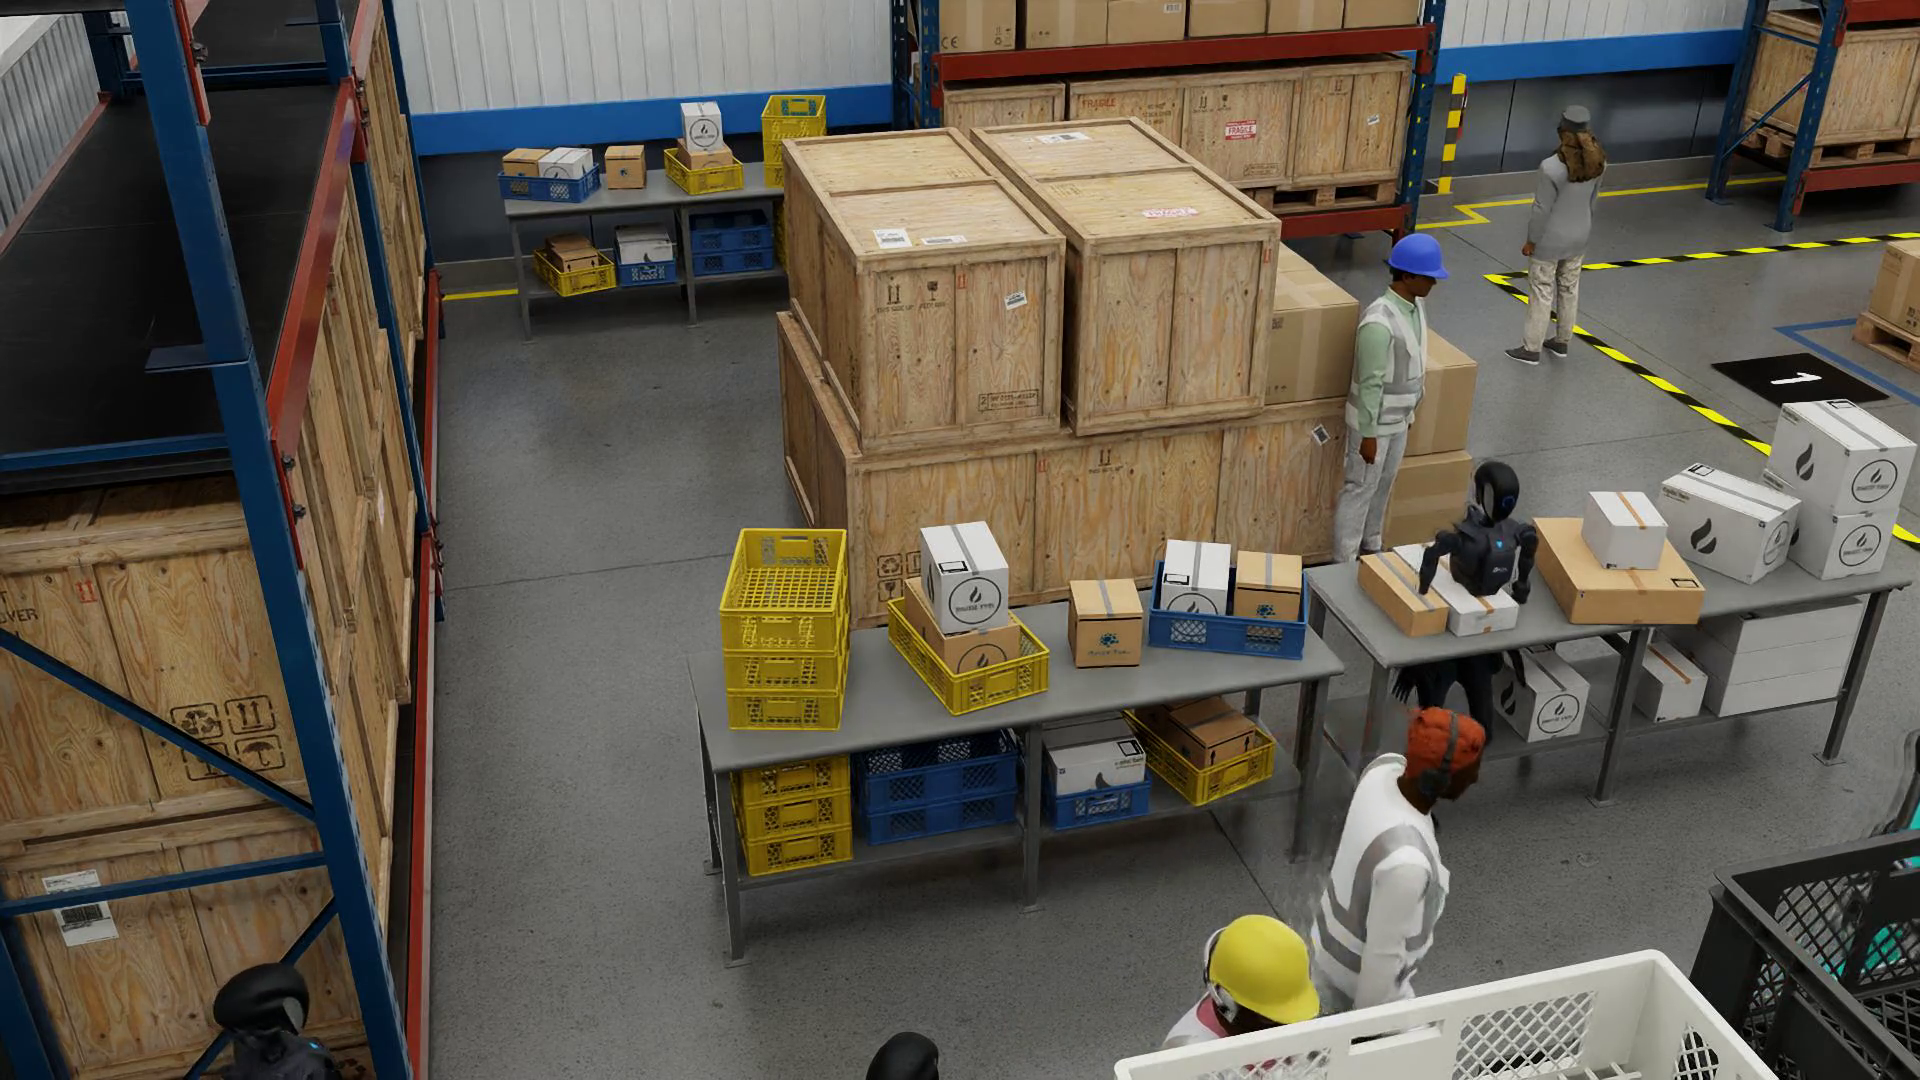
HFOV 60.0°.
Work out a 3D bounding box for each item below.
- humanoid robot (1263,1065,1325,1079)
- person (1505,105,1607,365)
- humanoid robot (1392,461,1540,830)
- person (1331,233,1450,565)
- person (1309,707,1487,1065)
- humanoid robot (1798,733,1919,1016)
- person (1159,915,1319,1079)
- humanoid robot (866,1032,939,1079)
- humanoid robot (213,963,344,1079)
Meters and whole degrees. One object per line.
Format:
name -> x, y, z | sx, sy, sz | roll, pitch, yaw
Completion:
humanoid robot -> 0.570, 1.952, 3.994 | 0.679, 1.756, 0.546 | -1, 29, -3
person -> 4.067, -2.061, 11.307 | 0.572, 1.761, 0.406 | -14, 32, -24
humanoid robot -> 2.042, 0.420, 6.893 | 0.587, 1.646, 0.448 | -11, 31, -19
person -> 2.193, -0.641, 8.555 | 0.413, 1.939, 0.608 | 19, 34, 31
person -> 1.371, 1.285, 5.135 | 0.856, 1.848, 0.606 | 0, 29, 1
humanoid robot -> 2.798, 1.307, 5.281 | 1.068, 1.757, 0.546 | -1, 29, -2
person -> 0.718, 1.709, 4.395 | 0.404, 1.828, 0.602 | 20, 35, 32
humanoid robot -> -0.142, 1.897, 4.197 | 0.599, 1.657, 0.315 | 10, 30, 17
humanoid robot -> -1.698, 1.770, 4.431 | 0.339, 1.650, 0.598 | -25, 37, -38
